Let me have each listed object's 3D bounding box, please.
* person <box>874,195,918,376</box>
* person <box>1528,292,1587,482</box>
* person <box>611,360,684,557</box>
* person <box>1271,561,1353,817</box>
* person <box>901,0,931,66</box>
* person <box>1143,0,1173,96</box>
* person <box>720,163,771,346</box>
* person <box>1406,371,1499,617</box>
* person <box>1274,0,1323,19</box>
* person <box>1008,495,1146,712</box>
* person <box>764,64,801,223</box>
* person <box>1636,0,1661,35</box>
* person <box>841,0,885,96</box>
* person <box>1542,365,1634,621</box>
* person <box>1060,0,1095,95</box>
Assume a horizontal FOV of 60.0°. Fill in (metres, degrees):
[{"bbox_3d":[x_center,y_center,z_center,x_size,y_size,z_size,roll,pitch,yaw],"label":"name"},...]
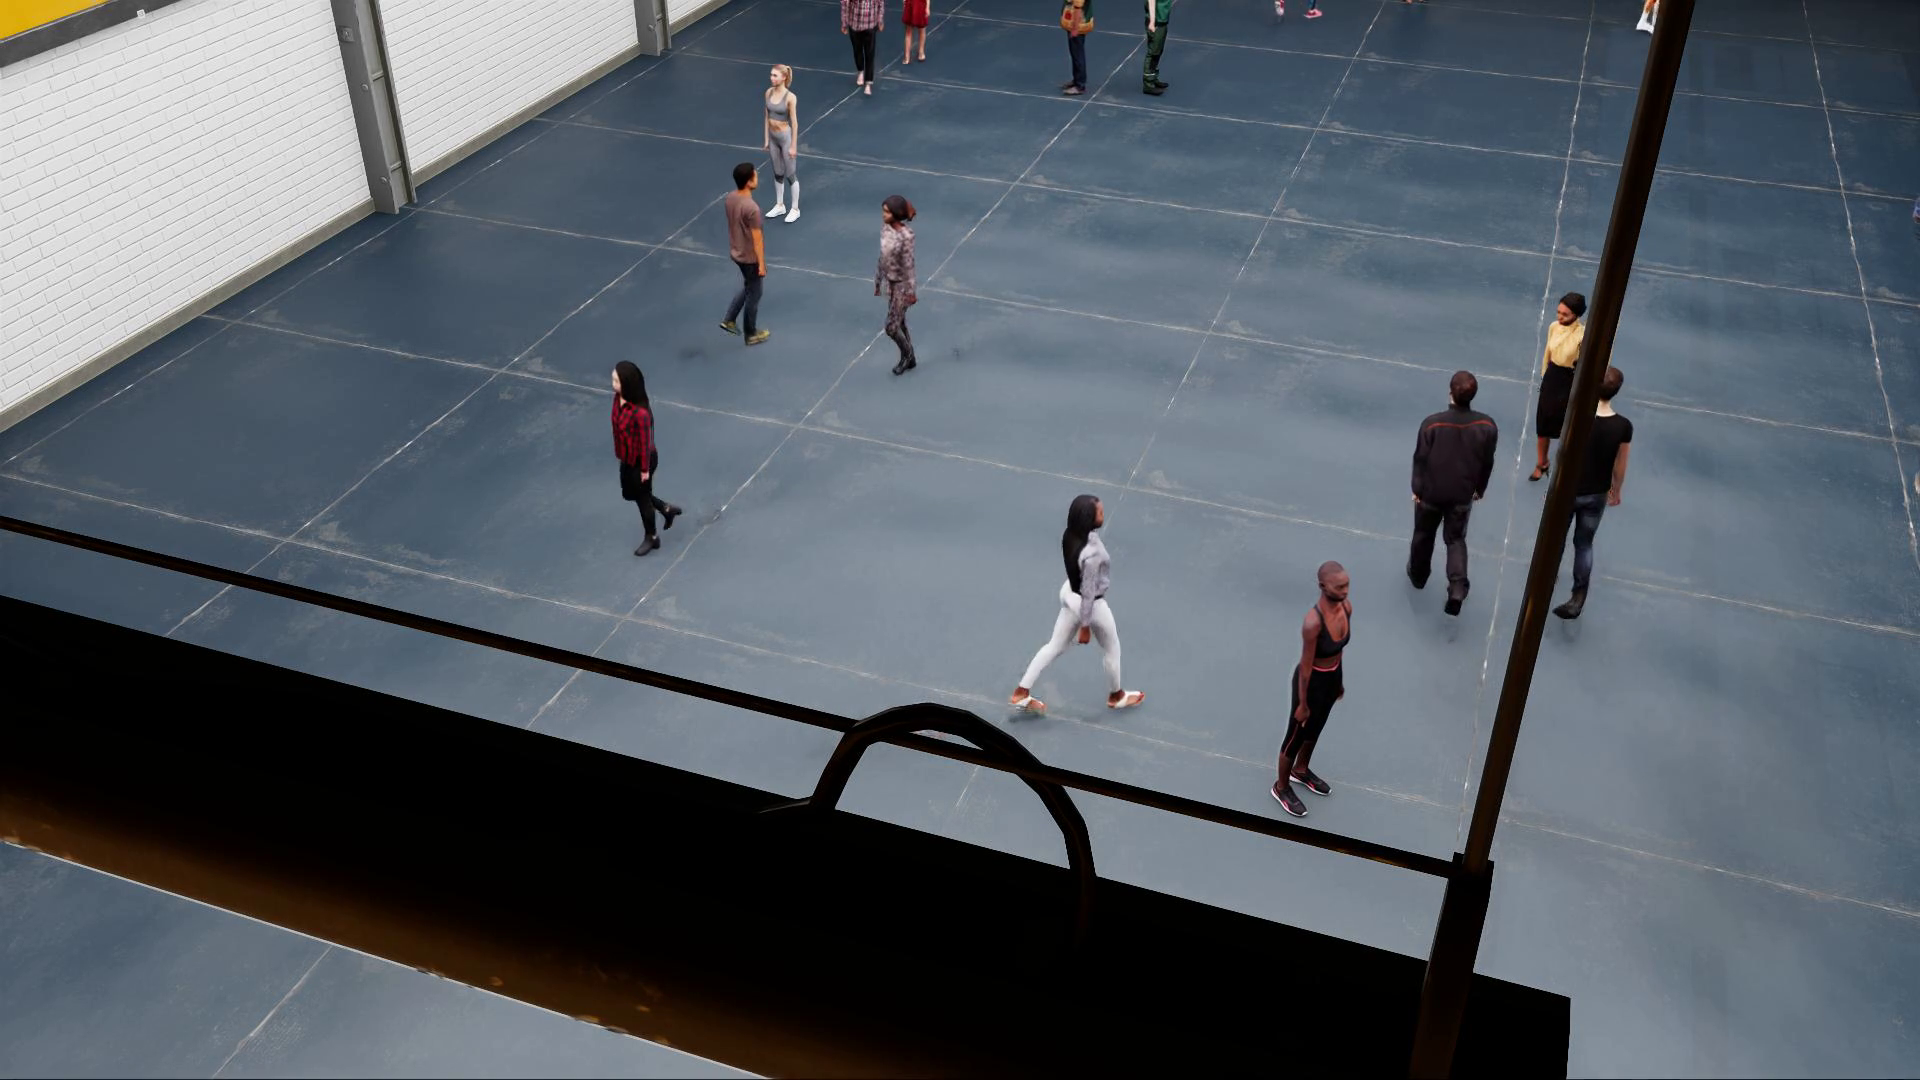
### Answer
[{"bbox_3d":[-0.473,-2.276,14.872,0.777,1.702,0.726,-22,39,-29],"label":"person"},{"bbox_3d":[4.894,-1.232,13.361,0.993,1.635,0.901,-22,40,-30],"label":"person"},{"bbox_3d":[-2.339,-0.637,12.463,0.836,1.640,0.764,-23,40,-30],"label":"person"},{"bbox_3d":[2.160,0.865,10.096,0.607,1.758,0.729,-29,43,-36],"label":"person"},{"bbox_3d":[-0.571,-7.248,22.515,0.691,1.522,0.968,3,34,4],"label":"person"},{"bbox_3d":[2.540,-6.687,21.381,0.691,1.843,0.507,11,35,16],"label":"person"},{"bbox_3d":[-2.038,-2.598,15.302,0.865,1.763,0.806,-23,40,-30],"label":"person"},{"bbox_3d":[3.473,-0.303,11.798,0.910,1.819,1.138,3,34,4],"label":"person"},{"bbox_3d":[4.974,-8.367,24.036,1.121,1.701,0.985,-19,38,-27],"label":"person"},{"bbox_3d":[0.709,0.464,10.767,1.099,1.684,1.174,-7,34,-11],"label":"person"},{"bbox_3d":[-1.904,-4.278,17.884,0.617,1.702,0.612,20,39,27],"label":"person"},{"bbox_3d":[9.865,-8.094,23.562,0.877,1.772,0.821,28,43,35],"label":"person"},{"bbox_3d":[-1.258,-6.687,21.484,0.948,1.728,1.239,0,34,1],"label":"person"},{"bbox_3d":[4.398,-0.283,11.727,0.865,1.864,1.237,3,34,5],"label":"person"},{"bbox_3d":[1.511,-6.660,21.376,0.856,1.804,0.750,-3,34,-4],"label":"person"}]
